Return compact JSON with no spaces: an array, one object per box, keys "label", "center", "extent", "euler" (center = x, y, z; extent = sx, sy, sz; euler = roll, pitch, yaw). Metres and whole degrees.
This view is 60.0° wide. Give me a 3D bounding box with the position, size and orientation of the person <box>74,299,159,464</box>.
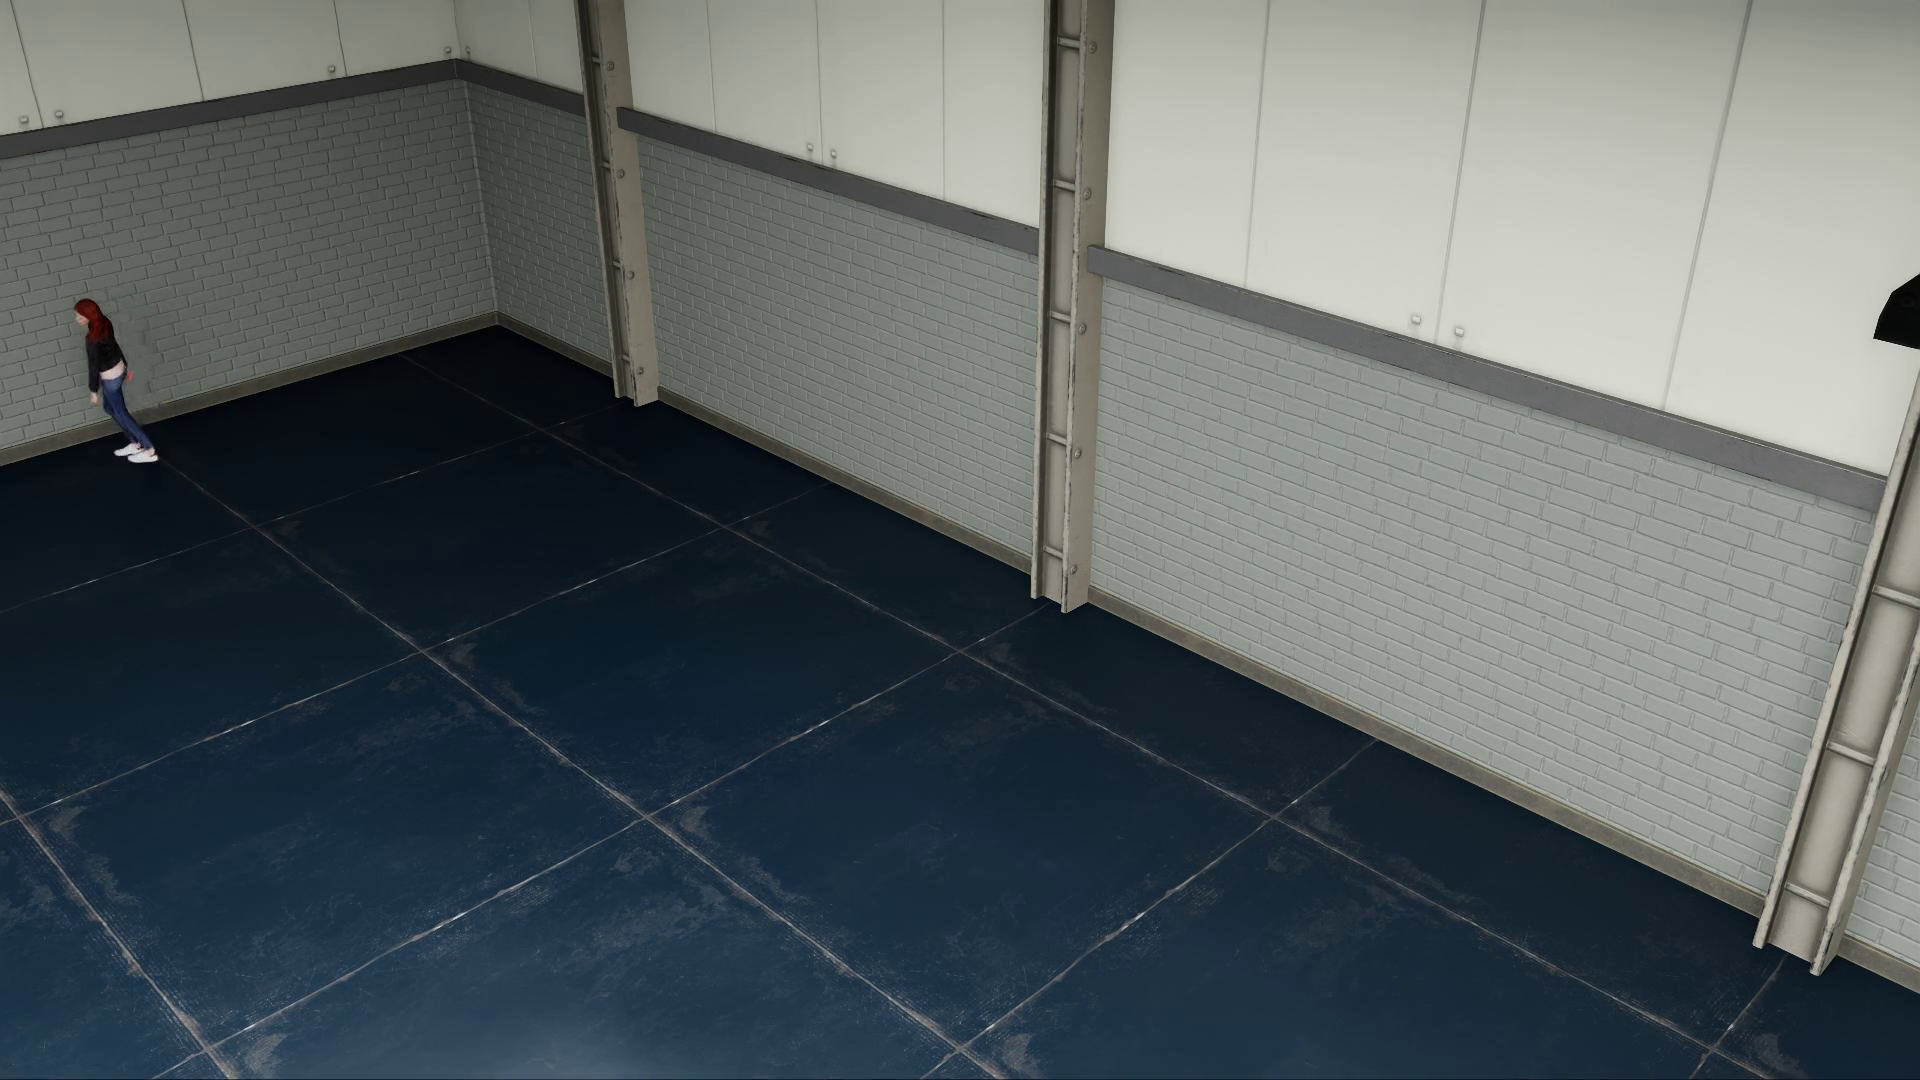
[{"label":"person","center":[-7.936,-1.482,15.690],"extent":[0.863,1.736,0.783],"euler":[2,28,3]}]
